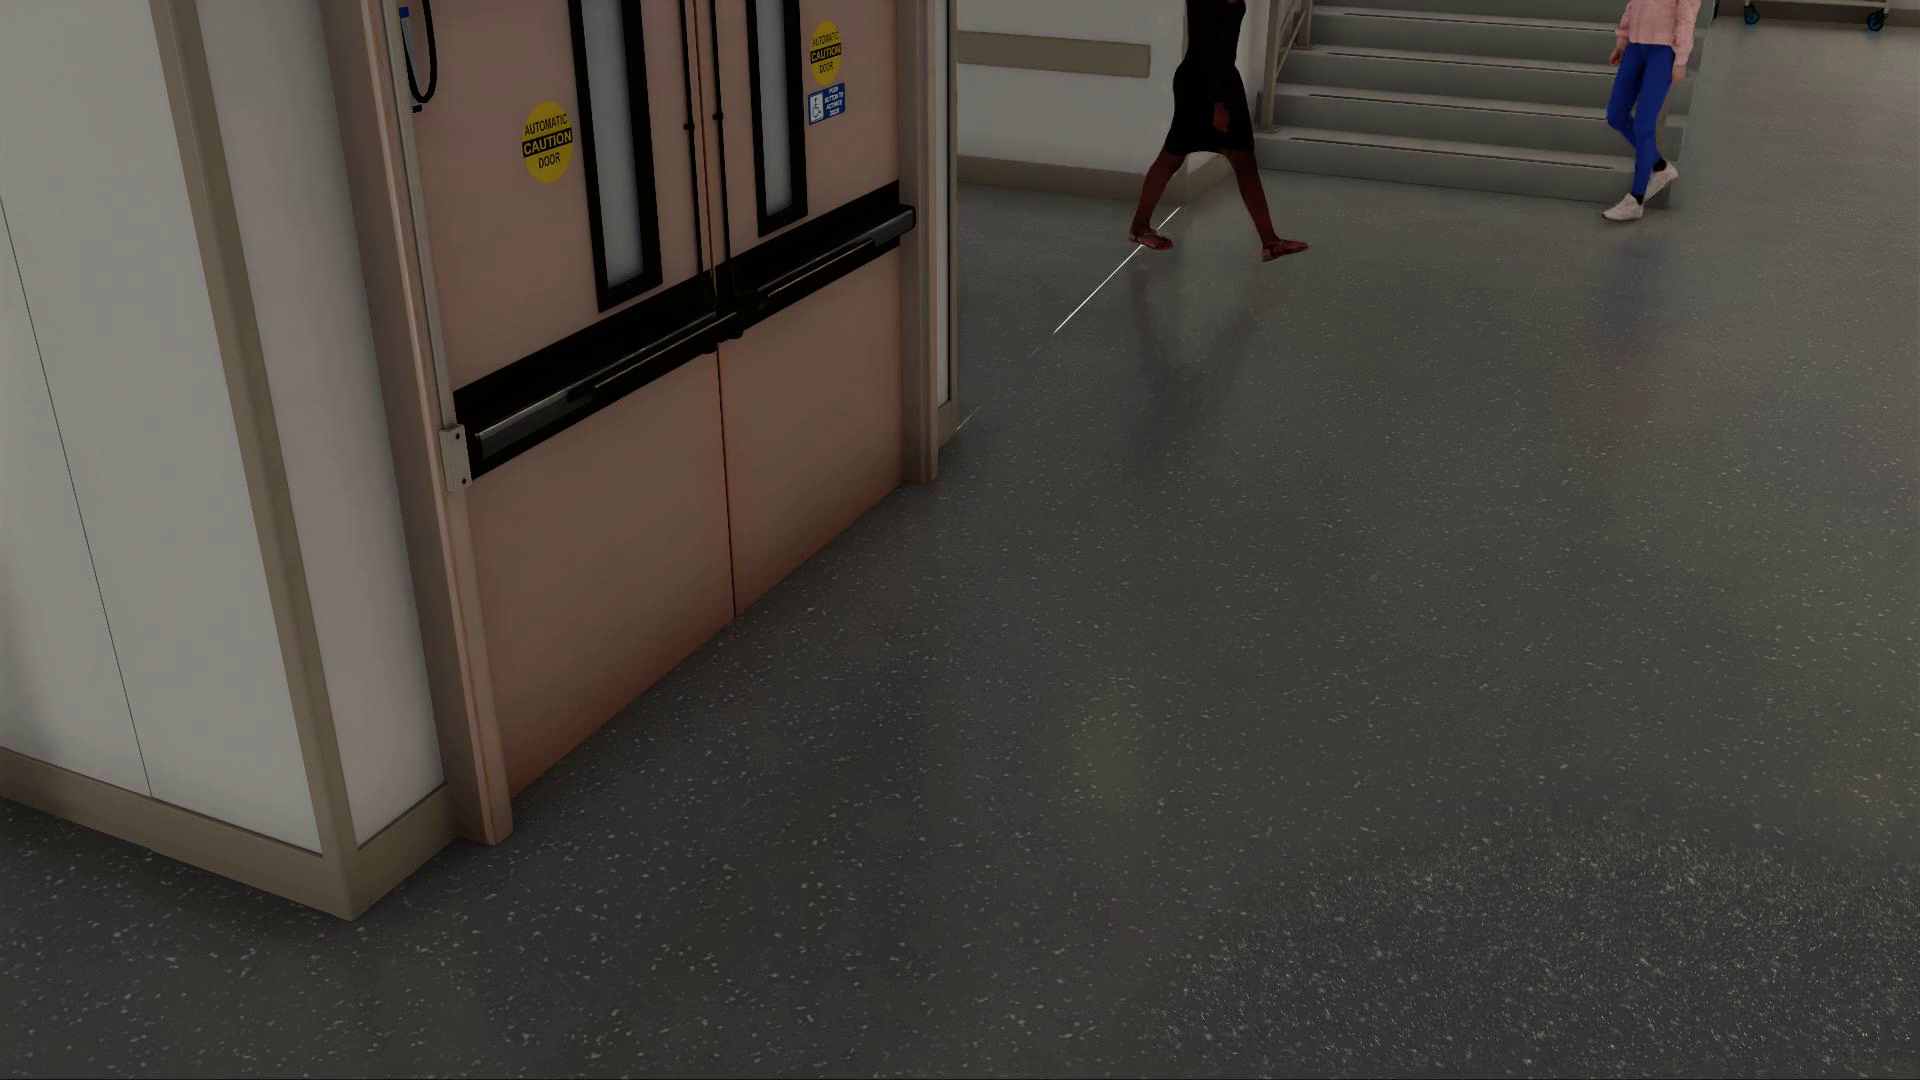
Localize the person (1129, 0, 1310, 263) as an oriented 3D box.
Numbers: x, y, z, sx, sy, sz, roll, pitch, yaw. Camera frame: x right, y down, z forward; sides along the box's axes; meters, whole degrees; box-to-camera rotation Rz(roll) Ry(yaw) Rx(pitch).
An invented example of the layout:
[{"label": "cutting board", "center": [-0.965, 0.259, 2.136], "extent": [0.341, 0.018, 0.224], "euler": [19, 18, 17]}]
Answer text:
[{"label": "person", "center": [1.159, -2.201, 8.357], "extent": [0.805, 1.659, 1.182], "euler": [16, 30, 29]}]

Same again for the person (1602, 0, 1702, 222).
[{"label": "person", "center": [3.909, -2.677, 9.234], "extent": [0.934, 1.755, 0.886], "euler": [-8, 27, -17]}]
